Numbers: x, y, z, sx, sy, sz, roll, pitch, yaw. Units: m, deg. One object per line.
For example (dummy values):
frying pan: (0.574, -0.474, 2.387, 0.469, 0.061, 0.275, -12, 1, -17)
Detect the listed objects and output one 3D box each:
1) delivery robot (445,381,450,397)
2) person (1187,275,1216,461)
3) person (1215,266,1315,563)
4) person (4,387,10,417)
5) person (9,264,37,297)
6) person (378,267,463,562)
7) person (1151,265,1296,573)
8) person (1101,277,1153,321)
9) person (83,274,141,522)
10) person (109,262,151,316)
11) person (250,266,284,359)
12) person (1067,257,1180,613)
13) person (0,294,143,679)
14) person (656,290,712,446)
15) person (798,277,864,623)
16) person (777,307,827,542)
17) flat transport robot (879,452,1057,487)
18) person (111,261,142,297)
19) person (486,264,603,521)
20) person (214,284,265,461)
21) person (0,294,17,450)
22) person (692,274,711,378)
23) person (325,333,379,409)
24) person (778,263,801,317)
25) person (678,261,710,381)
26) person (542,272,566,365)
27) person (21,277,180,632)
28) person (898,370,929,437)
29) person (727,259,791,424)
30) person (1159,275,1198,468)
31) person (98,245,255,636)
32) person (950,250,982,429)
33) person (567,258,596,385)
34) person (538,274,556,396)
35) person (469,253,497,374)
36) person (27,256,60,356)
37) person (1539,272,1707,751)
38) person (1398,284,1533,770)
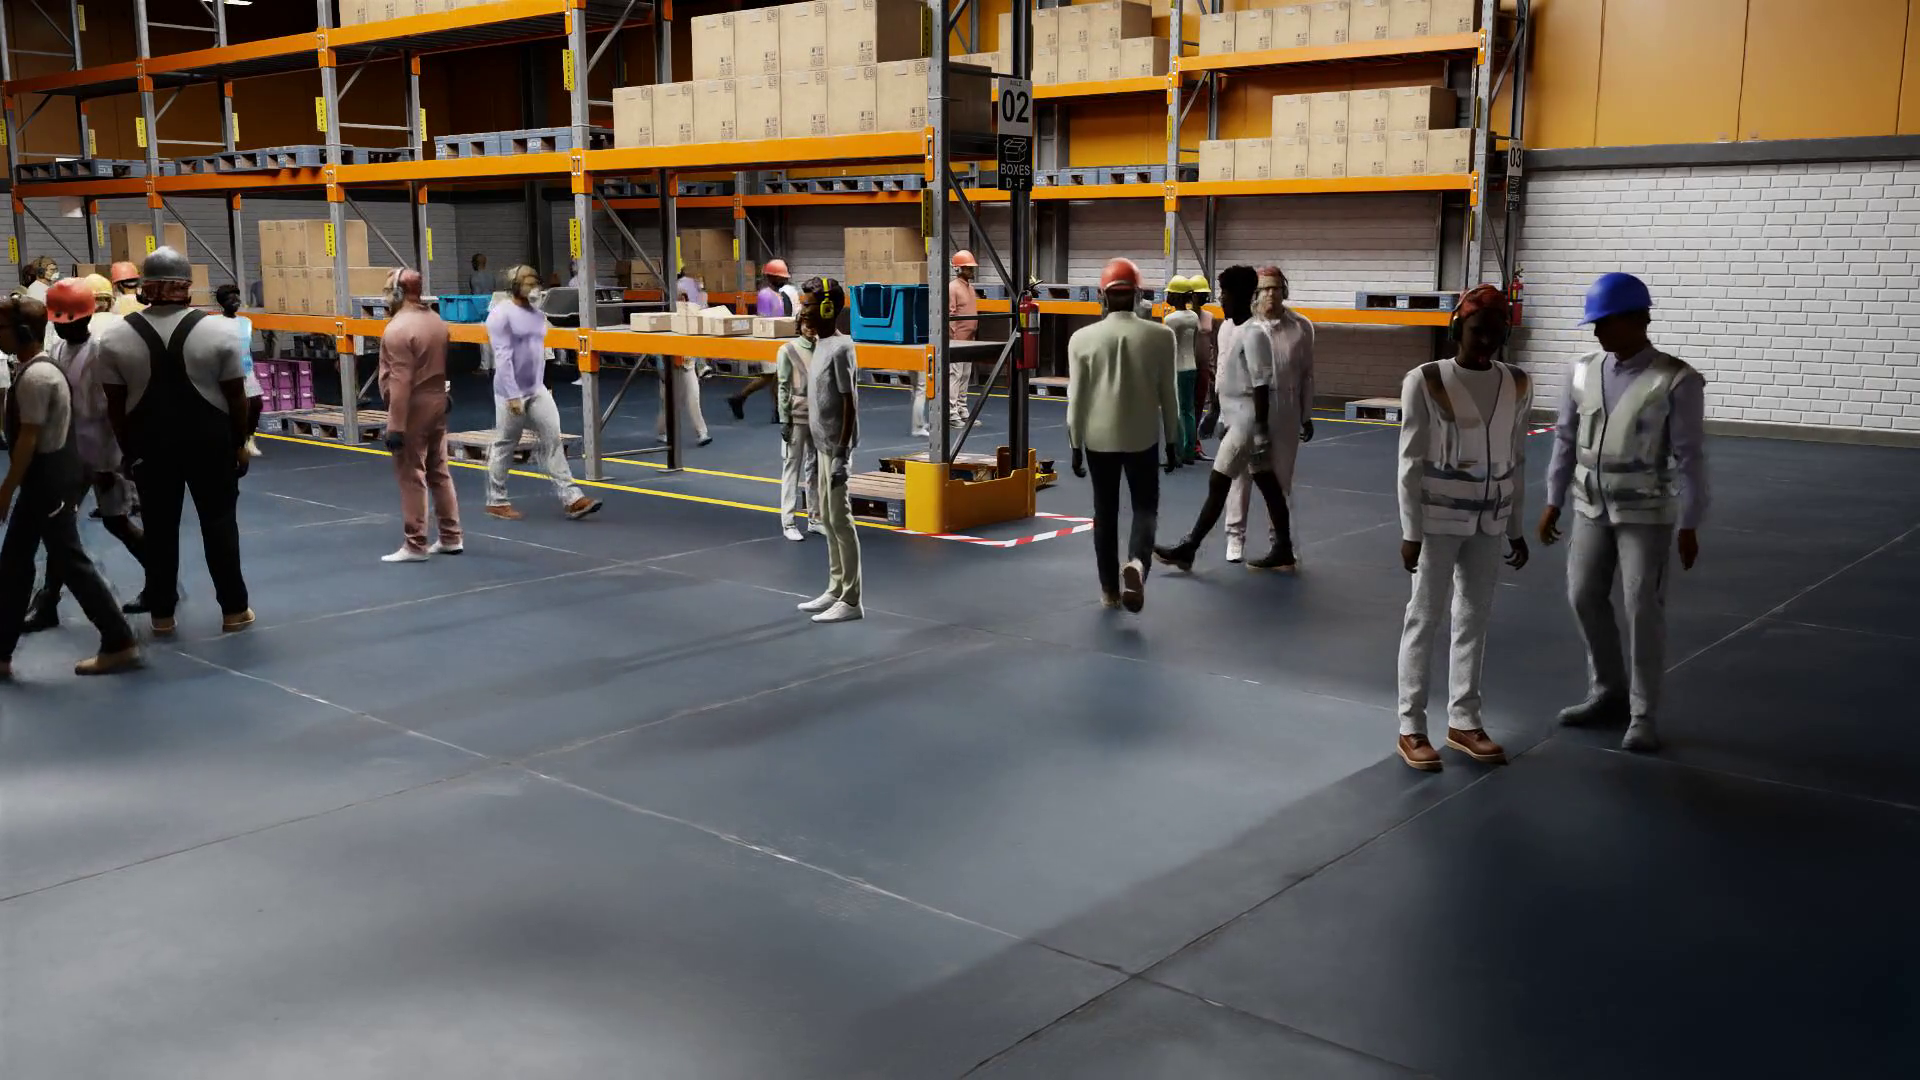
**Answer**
delivery robot: (-6.518, -1.806, 20.008, 0.707, 0.478, 0.477, -1, 10, -9)
person: (2.218, -1.608, 15.719, 0.524, 1.769, 0.314, -8, 13, -37)
person: (1.975, -0.802, 10.728, 0.655, 1.906, 0.407, -1, 10, -5)
person: (-11.651, -2.343, 19.913, 0.528, 1.764, 0.332, 2, 10, 13)
person: (-11.058, -2.379, 19.938, 0.430, 1.836, 0.621, 1, 10, 8)
person: (-3.543, -0.808, 10.772, 0.403, 1.907, 0.650, 2, 10, 11)
person: (1.651, -0.732, 10.292, 0.996, 1.903, 0.649, 2, 10, 10)
person: (1.541, -1.617, 15.478, 0.509, 1.872, 0.329, -1, 10, -8)
person: (-6.343, -1.052, 12.365, 0.403, 1.830, 0.600, 7, 12, 35)
person: (-8.055, -1.762, 16.258, 0.545, 1.899, 0.946, -6, 11, -29)
person: (-11.213, -3.614, 27.115, 0.594, 1.786, 0.944, -2, 10, -11)
person: (0.889, -0.550, 9.107, 0.625, 1.977, 0.749, 1, 10, 7)
person: (-4.322, -0.230, 7.756, 0.843, 1.810, 0.513, -6, 12, -31)
person: (-2.873, -1.751, 17.019, 0.543, 1.588, 0.887, -7, 12, -36)
person: (-0.706, -0.484, 9.022, 0.319, 1.870, 0.521, -3, 10, -17)
person: (-1.055, -0.818, 11.589, 0.514, 1.636, 0.315, -9, 14, -43)
flat transport robot: (0.053, -0.604, 14.258, 1.431, 0.197, 0.652, 5, 11, 25)
person: (-8.776, -2.033, 17.797, 0.609, 1.880, 0.538, -9, 13, -40)
person: (-3.116, -1.057, 12.204, 0.952, 1.898, 0.645, 5, 11, 28)
person: (-6.893, -1.581, 15.809, 0.432, 1.682, 0.539, 6, 12, 31)
person: (-9.594, -1.823, 16.458, 0.375, 1.935, 0.551, 3, 11, 19)
person: (-4.078, -3.317, 25.858, 0.282, 1.626, 0.502, 6, 12, 32)
person: (-7.618, -2.661, 21.010, 0.924, 2.009, 0.636, 8, 13, 39)
person: (-1.982, -2.363, 19.705, 0.540, 1.890, 0.598, 0, 10, 1)
person: (-4.169, -3.316, 25.141, 0.457, 1.878, 0.642, 3, 11, 19)
person: (-6.918, -3.783, 28.569, 0.500, 1.613, 0.614, -8, 13, -39)
person: (-4.690, -0.477, 8.968, 0.603, 1.878, 0.921, 6, 11, 29)
person: (-0.386, -1.932, 18.071, 0.530, 1.584, 0.711, 5, 11, 26)
person: (-2.249, -2.260, 19.039, 0.705, 1.908, 0.581, 2, 10, 12)
person: (2.018, -1.555, 15.407, 0.301, 1.772, 0.531, 7, 12, 36)
person: (-4.090, -0.521, 8.750, 0.683, 2.000, 0.538, -3, 10, -16)
person: (0.026, -2.248, 18.712, 0.376, 1.995, 0.609, 4, 11, 24)
person: (-5.651, -3.233, 24.642, 0.432, 1.891, 0.648, 2, 10, 12)
person: (-5.481, -2.600, 21.561, 0.532, 1.697, 0.319, -3, 11, -19)
person: (-7.668, -3.623, 26.703, 0.373, 1.940, 0.630, 3, 10, 14)
person: (-9.870, -2.099, 18.022, 0.355, 1.936, 0.637, -4, 11, -22)
person: (2.702, -0.113, 6.765, 0.486, 1.926, 0.688, -6, 12, -31)
person: (1.967, -0.043, 6.504, 0.574, 1.873, 0.361, -3, 10, -17)
